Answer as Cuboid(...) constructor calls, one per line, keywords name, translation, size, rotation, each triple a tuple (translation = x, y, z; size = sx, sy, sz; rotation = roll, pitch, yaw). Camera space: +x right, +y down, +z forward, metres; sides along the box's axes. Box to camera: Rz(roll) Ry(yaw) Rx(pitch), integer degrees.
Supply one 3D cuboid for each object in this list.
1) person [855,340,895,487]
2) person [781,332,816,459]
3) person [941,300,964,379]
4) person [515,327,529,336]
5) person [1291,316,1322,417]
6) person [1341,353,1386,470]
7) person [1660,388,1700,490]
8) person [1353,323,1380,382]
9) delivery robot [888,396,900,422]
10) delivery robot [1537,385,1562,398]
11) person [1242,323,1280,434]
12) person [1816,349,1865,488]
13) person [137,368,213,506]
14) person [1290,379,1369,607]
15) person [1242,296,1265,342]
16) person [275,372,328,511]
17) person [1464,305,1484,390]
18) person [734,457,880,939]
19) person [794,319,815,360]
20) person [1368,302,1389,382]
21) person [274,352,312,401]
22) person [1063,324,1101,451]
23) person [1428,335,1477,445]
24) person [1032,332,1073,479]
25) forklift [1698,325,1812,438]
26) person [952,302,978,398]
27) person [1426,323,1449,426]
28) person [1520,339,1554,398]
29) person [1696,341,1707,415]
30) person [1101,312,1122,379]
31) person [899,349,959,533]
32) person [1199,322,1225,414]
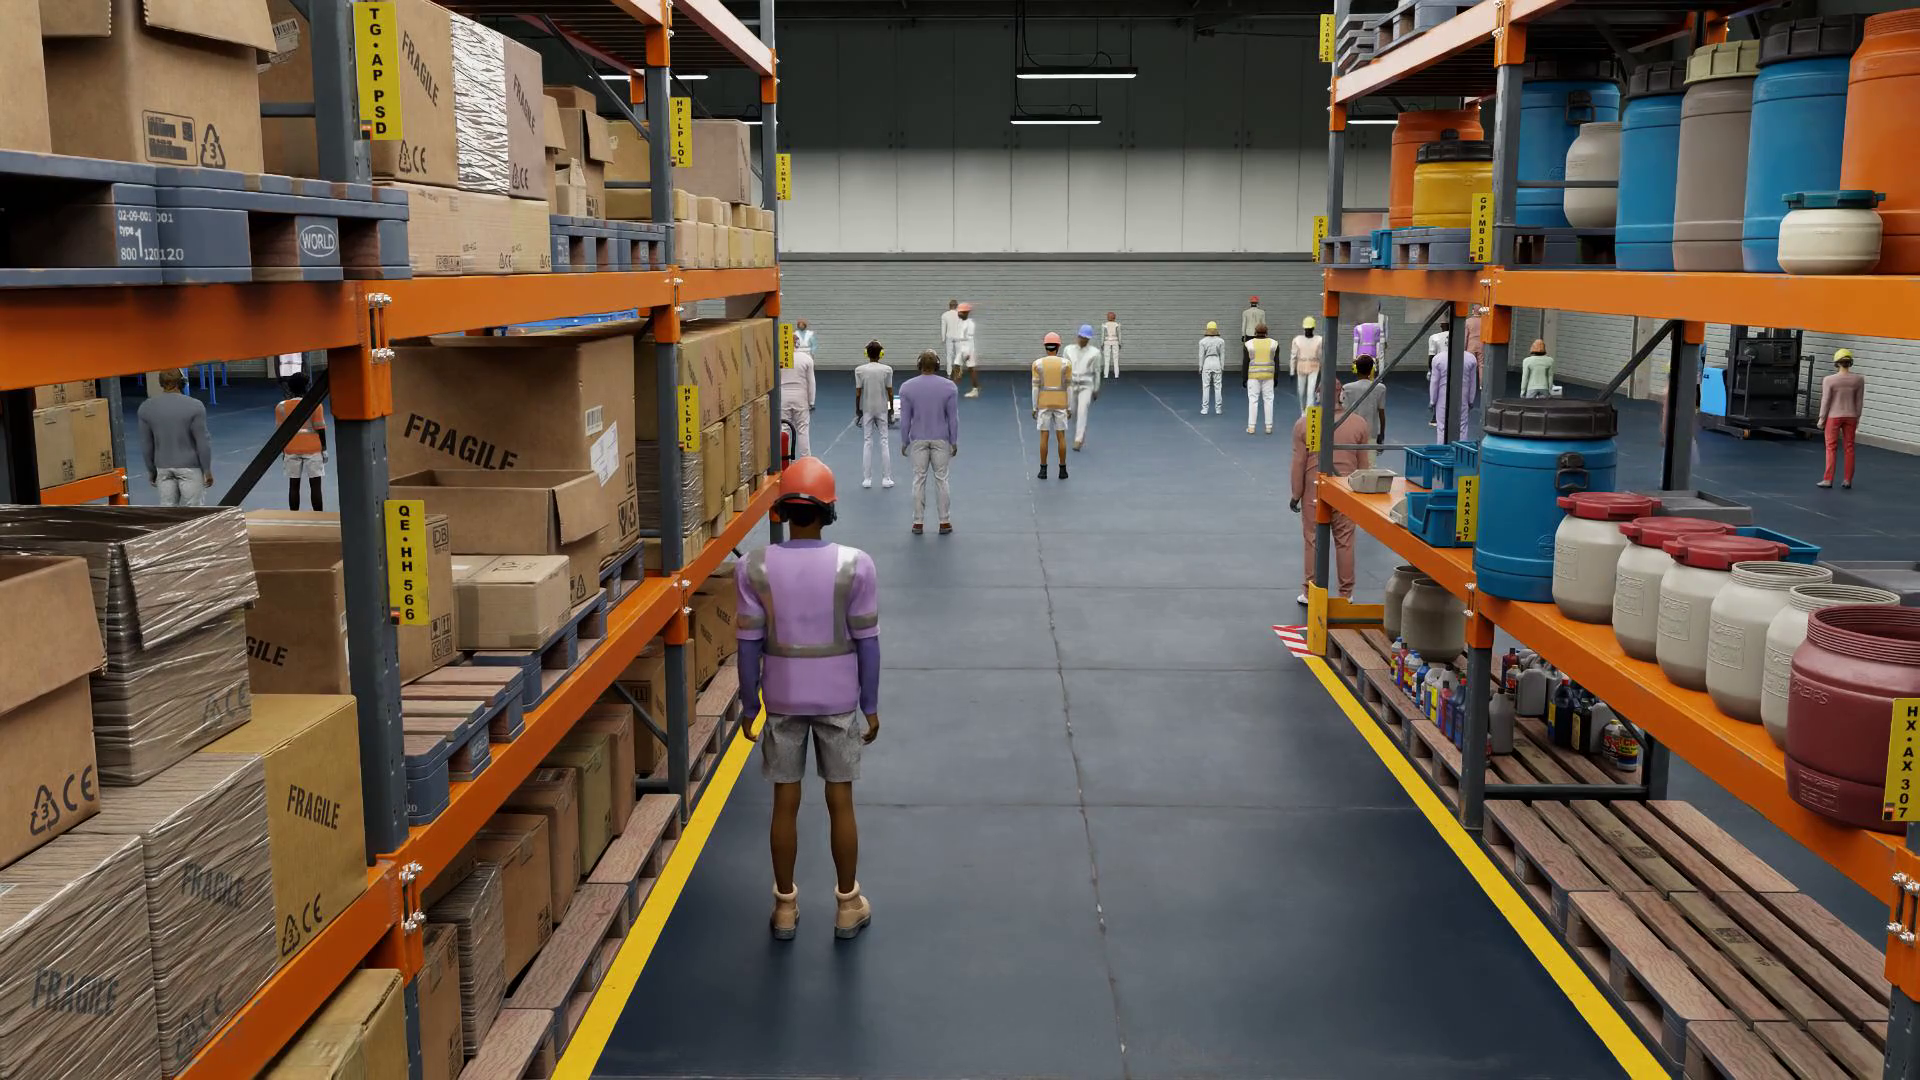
Cuboid(name="person", translation=(-1.085, -1.603, 21.192), size=(0.517, 1.862, 0.328), rotation=(0, 9, 2))
Cuboid(name="person", translation=(-2.293, -1.899, 22.843), size=(0.639, 1.902, 0.407), rotation=(0, 9, 2))
Cuboid(name="person", translation=(-0.149, -4.962, 41.091), size=(0.627, 1.934, 0.372), rotation=(0, 9, 2))
Cuboid(name="person", translation=(-10.601, -4.700, 40.418), size=(0.375, 1.625, 0.546), rotation=(3, 10, 18))
Cuboid(name="person", translation=(6.207, -3.034, 29.645), size=(0.594, 1.905, 0.775), rotation=(3, 10, 17))
Cuboid(name="person", translation=(4.372, -1.096, 18.117), size=(0.517, 1.873, 0.328), rotation=(0, 9, 2))
Cuboid(name="person", translation=(8.327, -1.225, 19.221), size=(0.554, 1.749, 0.386), rotation=(-5, 11, -28))
Cuboid(name="person", translation=(8.284, -3.766, 33.942), size=(0.543, 1.928, 0.372), rotation=(0, 9, 2))
Cuboid(name="delivery robot", translation=(-1.098, -2.263, 28.887), size=(0.707, 0.478, 0.477), rotation=(0, 10, 1))
Cuboid(name="delivery robot", translation=(11.585, -2.931, 32.892), size=(0.707, 0.478, 0.477), rotation=(-7, 12, -35))
Cuboid(name="person", translation=(5.035, -2.711, 27.880), size=(0.621, 1.845, 0.429), rotation=(0, 9, 2))
Cuboid(name="person", translation=(11.152, -1.535, 21.088), size=(0.524, 1.760, 0.326), rotation=(0, 9, 2))
Cuboid(name="person", translation=(-7.126, -0.639, 15.177), size=(0.627, 1.940, 0.372), rotation=(0, 9, 2))
Cuboid(name="person", translation=(3.056, -0.392, 13.818), size=(0.639, 1.902, 0.407), rotation=(0, 9, 2))
Cuboid(name="person", translation=(7.577, -5.305, 42.958), size=(0.610, 1.996, 0.379), rotation=(0, 9, 2))
Cuboid(name="person", translation=(-6.981, -0.938, 17.689), size=(0.533, 1.697, 0.319), rotation=(0, 9, 2))
Cuboid(name="person", translation=(11.562, -4.311, 37.268), size=(0.639, 1.910, 0.407), rotation=(0, 9, 2))
Cuboid(name="person", translation=(-0.635, 0.668, 7.036), size=(0.605, 2.045, 0.377), rotation=(0, 9, 2))
Cuboid(name="person", translation=(-3.477, -4.120, 37.038), size=(0.503, 1.601, 0.823), rotation=(-1, 10, -5))
Cuboid(name="person", translation=(9.933, -4.736, 39.722), size=(0.603, 1.938, 0.401), rotation=(0, 9, 2))
Cuboid(name="person", translation=(-11.030, -2.684, 27.508), size=(0.587, 1.914, 0.392), rotation=(0, 9, 2))
Cuboid(name="person", translation=(1.848, -2.357, 25.513), size=(0.631, 1.927, 0.672), rotation=(2, 10, 15))
Cuboid(name="person", translation=(6.823, -1.943, 23.083), size=(0.639, 1.910, 0.407), rotation=(0, 9, 2))
Cuboid(name="person", translation=(1.220, -1.783, 22.063), size=(0.543, 1.928, 0.372), rotation=(0, 9, 2))
Cuboid(name="forklift", translation=(13.248, -3.165, 27.620), size=(1.129, 2.768, 1.873), rotation=(0, 9, 1))
Cuboid(name="person", translation=(0.007, -3.977, 34.968), size=(0.969, 2.000, 0.639), rotation=(-5, 11, -29))
Cuboid(name="person", translation=(8.484, -2.979, 29.131), size=(0.604, 1.959, 0.377), rotation=(0, 9, 2))
Cuboid(name="person", translation=(9.168, -2.367, 26.439), size=(0.498, 1.634, 0.280), rotation=(0, 9, 2))
Cuboid(name="person", translation=(13.729, -3.198, 31.231), size=(0.533, 1.697, 0.319), rotation=(0, 9, 2))
Cuboid(name="person", translation=(3.727, -4.800, 40.990), size=(0.514, 1.641, 0.309), rotation=(0, 9, 2))
Cuboid(name="person", translation=(-0.325, -1.042, 17.590), size=(0.627, 1.940, 0.372), rotation=(0, 9, 2))
Cuboid(name="person", translation=(4.758, -3.258, 31.475), size=(0.484, 1.736, 0.308), rotation=(0, 9, 2))
